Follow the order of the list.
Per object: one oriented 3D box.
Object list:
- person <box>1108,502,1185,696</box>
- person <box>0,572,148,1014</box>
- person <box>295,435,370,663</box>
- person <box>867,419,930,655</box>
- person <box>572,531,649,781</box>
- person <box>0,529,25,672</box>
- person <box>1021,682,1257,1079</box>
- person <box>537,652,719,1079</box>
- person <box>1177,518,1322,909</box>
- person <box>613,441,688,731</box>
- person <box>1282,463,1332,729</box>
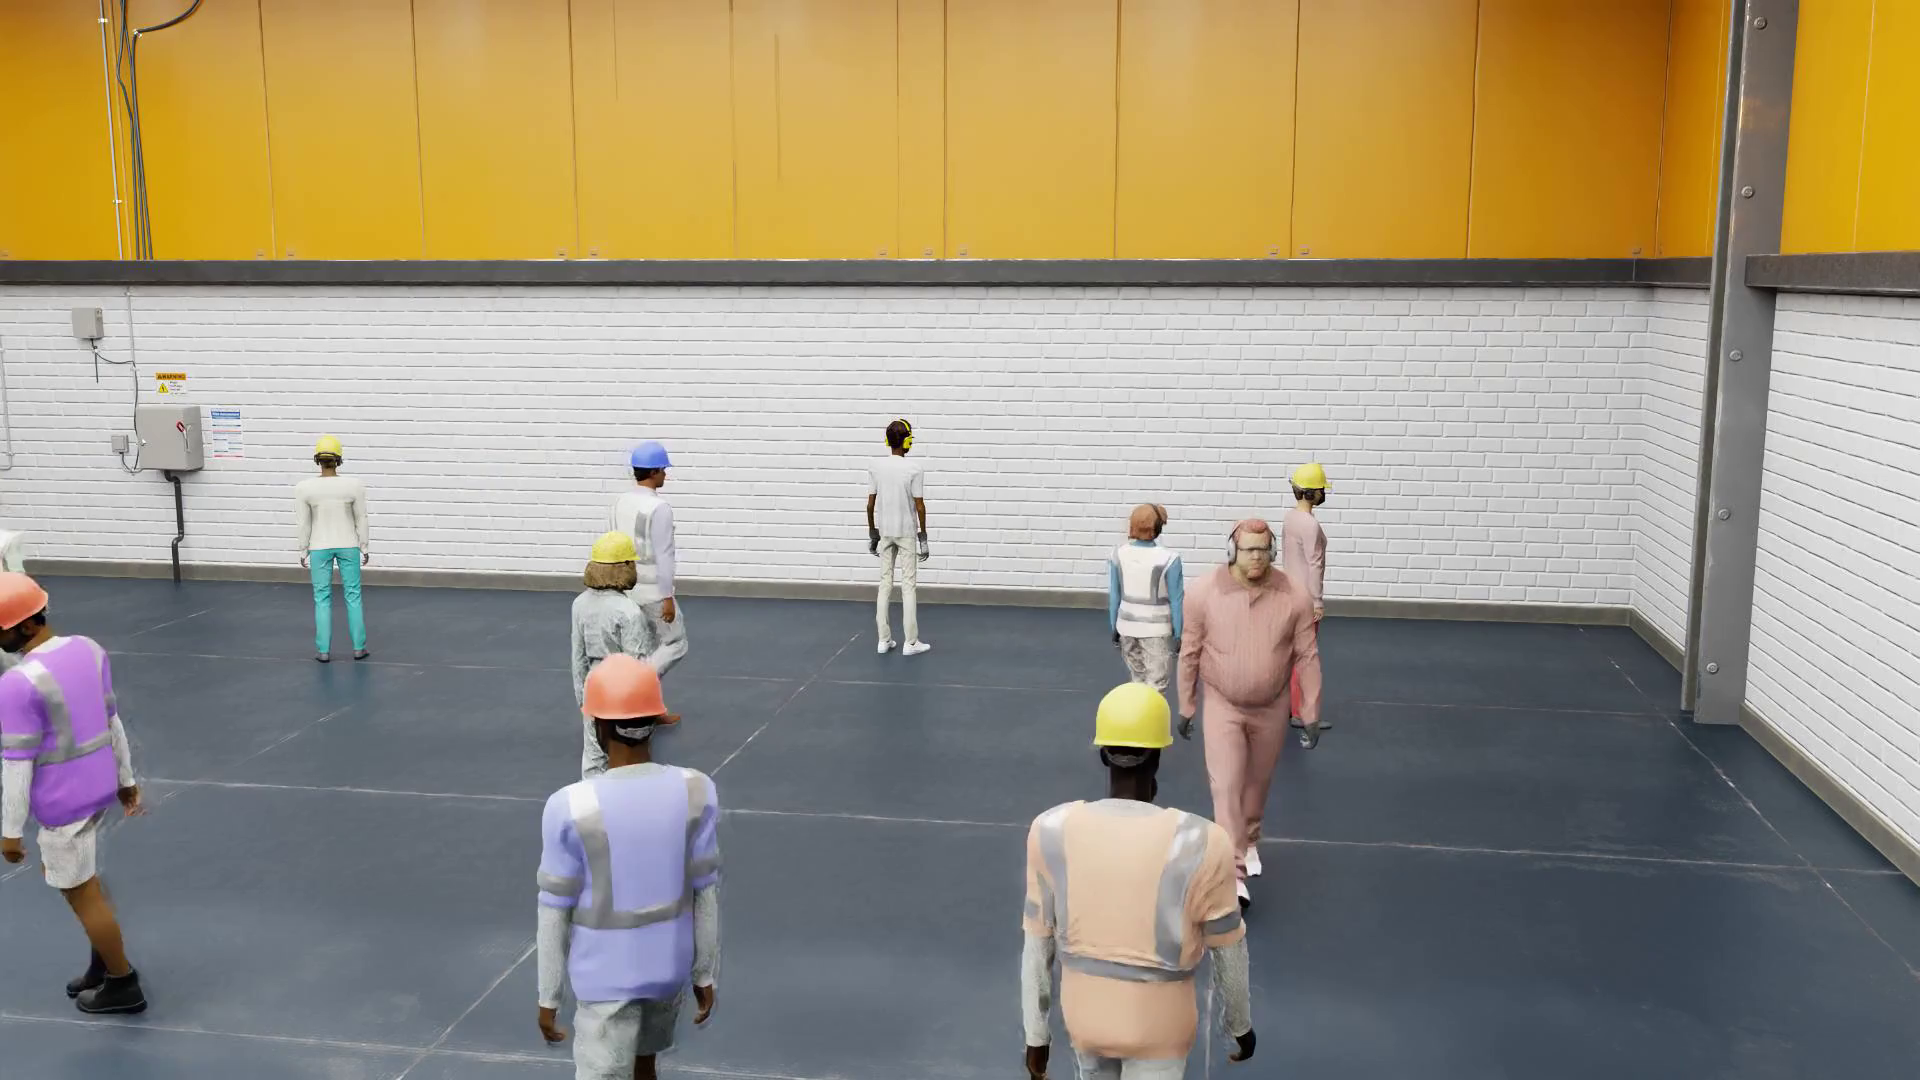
[{"bbox_3d":[1.119,0.576,10.253,0.525,1.614,0.690,7,12,38],"label":"person"},{"bbox_3d":[-3.580,1.032,6.613,0.547,1.884,0.619,1,9,4],"label":"person"},{"bbox_3d":[-4.856,0.071,12.908,0.530,1.768,0.312,-4,10,-21],"label":"person"},{"bbox_3d":[-0.485,-0.023,13.169,0.539,1.869,0.313,4,10,24],"label":"person"},{"bbox_3d":[-1.728,0.818,8.370,0.494,1.741,0.308,7,12,37],"label":"person"},{"bbox_3d":[-6.442,0.456,11.024,0.524,1.606,0.829,-3,10,-16],"label":"person"},{"bbox_3d":[0.522,1.335,4.764,0.613,1.881,0.953,5,10,26],"label":"person"},{"bbox_3d":[-0.953,1.293,4.960,0.554,1.909,0.885,-6,11,-34],"label":"person"},{"bbox_3d":[1.404,0.820,8.029,0.671,1.851,1.016,0,9,-1],"label":"person"},{"bbox_3d":[-2.046,0.323,10.826,0.487,1.931,0.640,-7,12,-38],"label":"person"},{"bbox_3d":[2.296,0.368,11.077,0.312,1.768,0.522,-2,9,-10],"label":"person"}]
